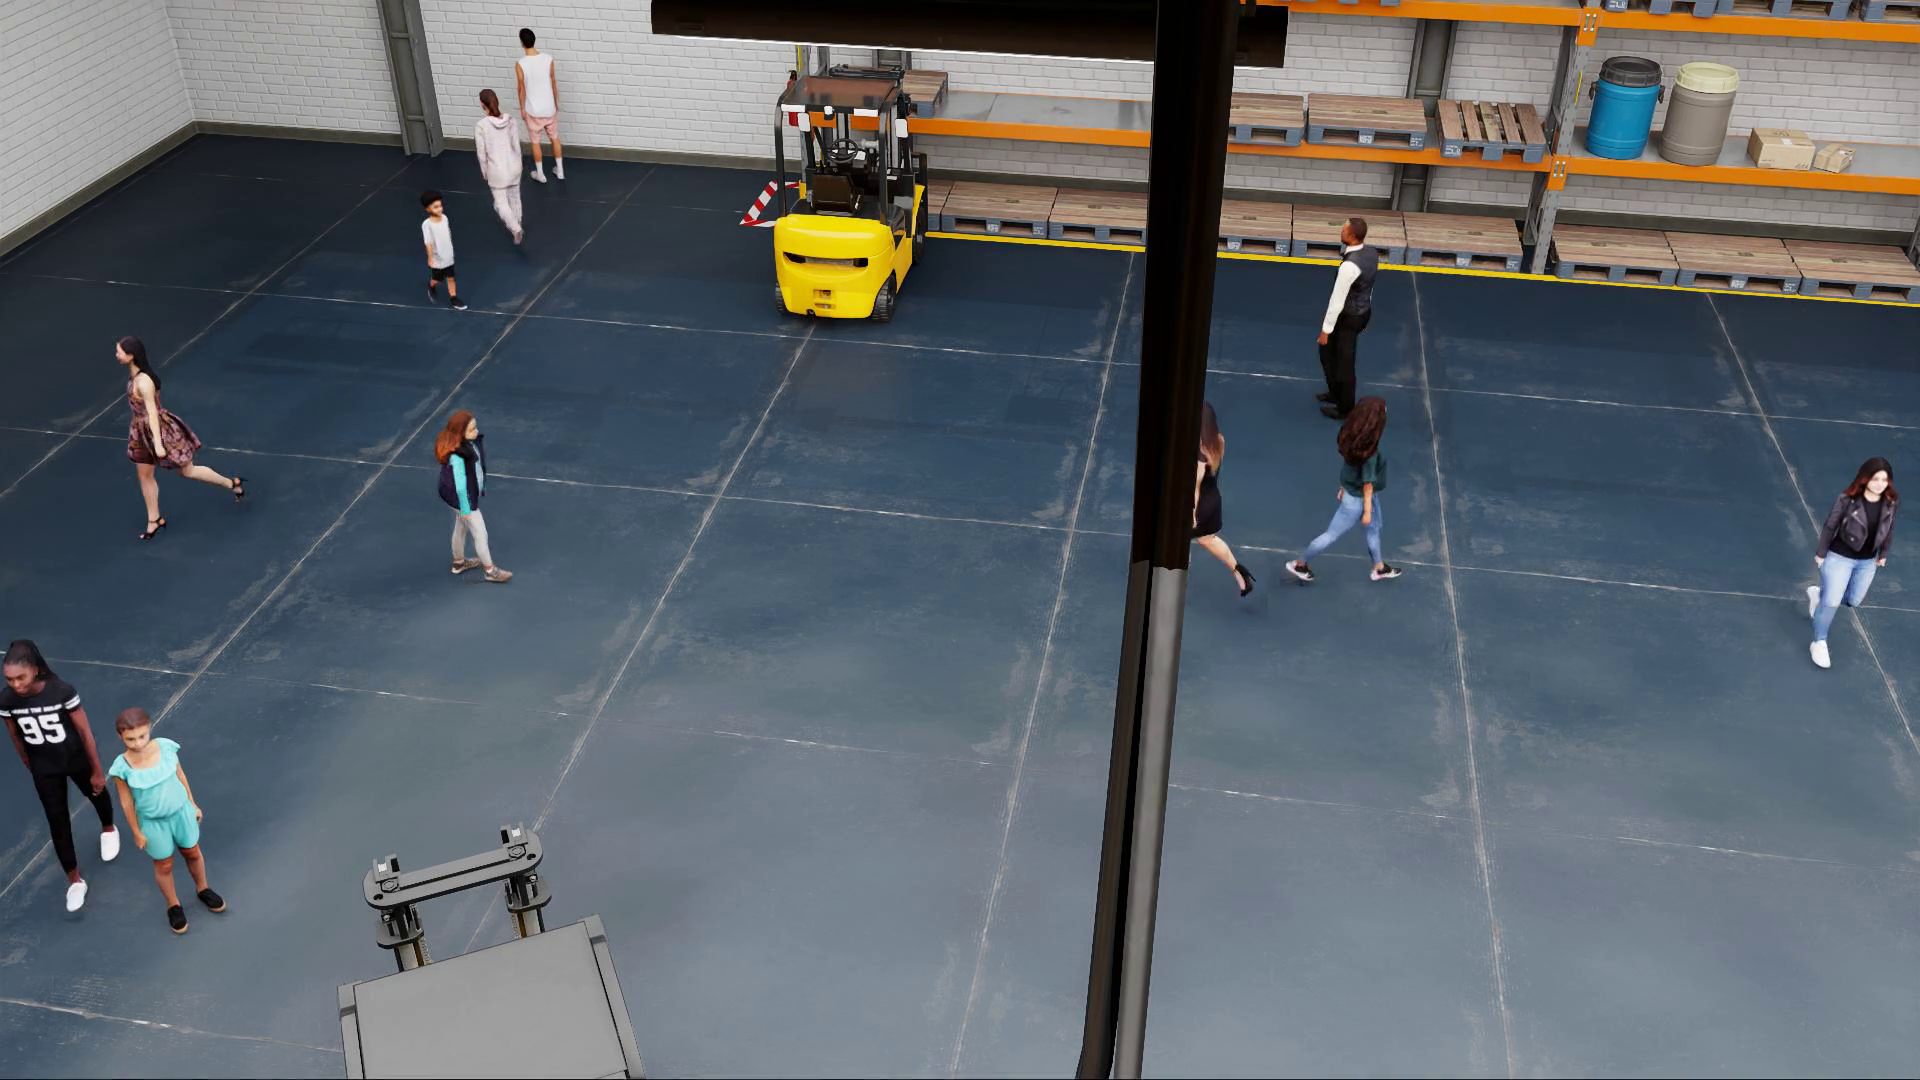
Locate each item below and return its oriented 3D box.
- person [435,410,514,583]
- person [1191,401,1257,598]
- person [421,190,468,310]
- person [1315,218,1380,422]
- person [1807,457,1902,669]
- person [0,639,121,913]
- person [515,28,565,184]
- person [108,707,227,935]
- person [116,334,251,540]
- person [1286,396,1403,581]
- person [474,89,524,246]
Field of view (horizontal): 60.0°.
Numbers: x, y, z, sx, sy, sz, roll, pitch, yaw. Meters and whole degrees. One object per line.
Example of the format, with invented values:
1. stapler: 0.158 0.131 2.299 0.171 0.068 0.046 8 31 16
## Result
1. person: -3.811 -0.343 12.679 0.794 1.471 0.669 -5 34 -8
2. person: 1.843 -0.229 12.320 1.073 1.680 0.855 17 37 24
3. person: -5.277 -2.930 16.769 0.789 1.253 0.673 23 40 31
4. person: 3.505 -1.906 14.644 0.875 1.900 0.848 22 40 30
5. person: 6.329 0.100 11.882 0.855 1.616 0.783 1 34 2
6. person: -5.376 1.278 10.030 1.029 1.704 0.966 -11 35 -16
7. person: -4.944 -5.107 19.566 0.705 1.782 0.777 -19 38 -26
8. person: -4.634 1.597 9.682 0.636 1.558 0.675 -28 43 -35
9. person: -6.251 -0.827 13.161 1.176 1.744 1.109 -21 39 -28
10. person: 2.906 -0.322 12.558 1.195 1.571 0.776 -1 34 -2
11. person: -4.914 -4.000 18.003 0.985 1.668 1.038 -20 39 -27
